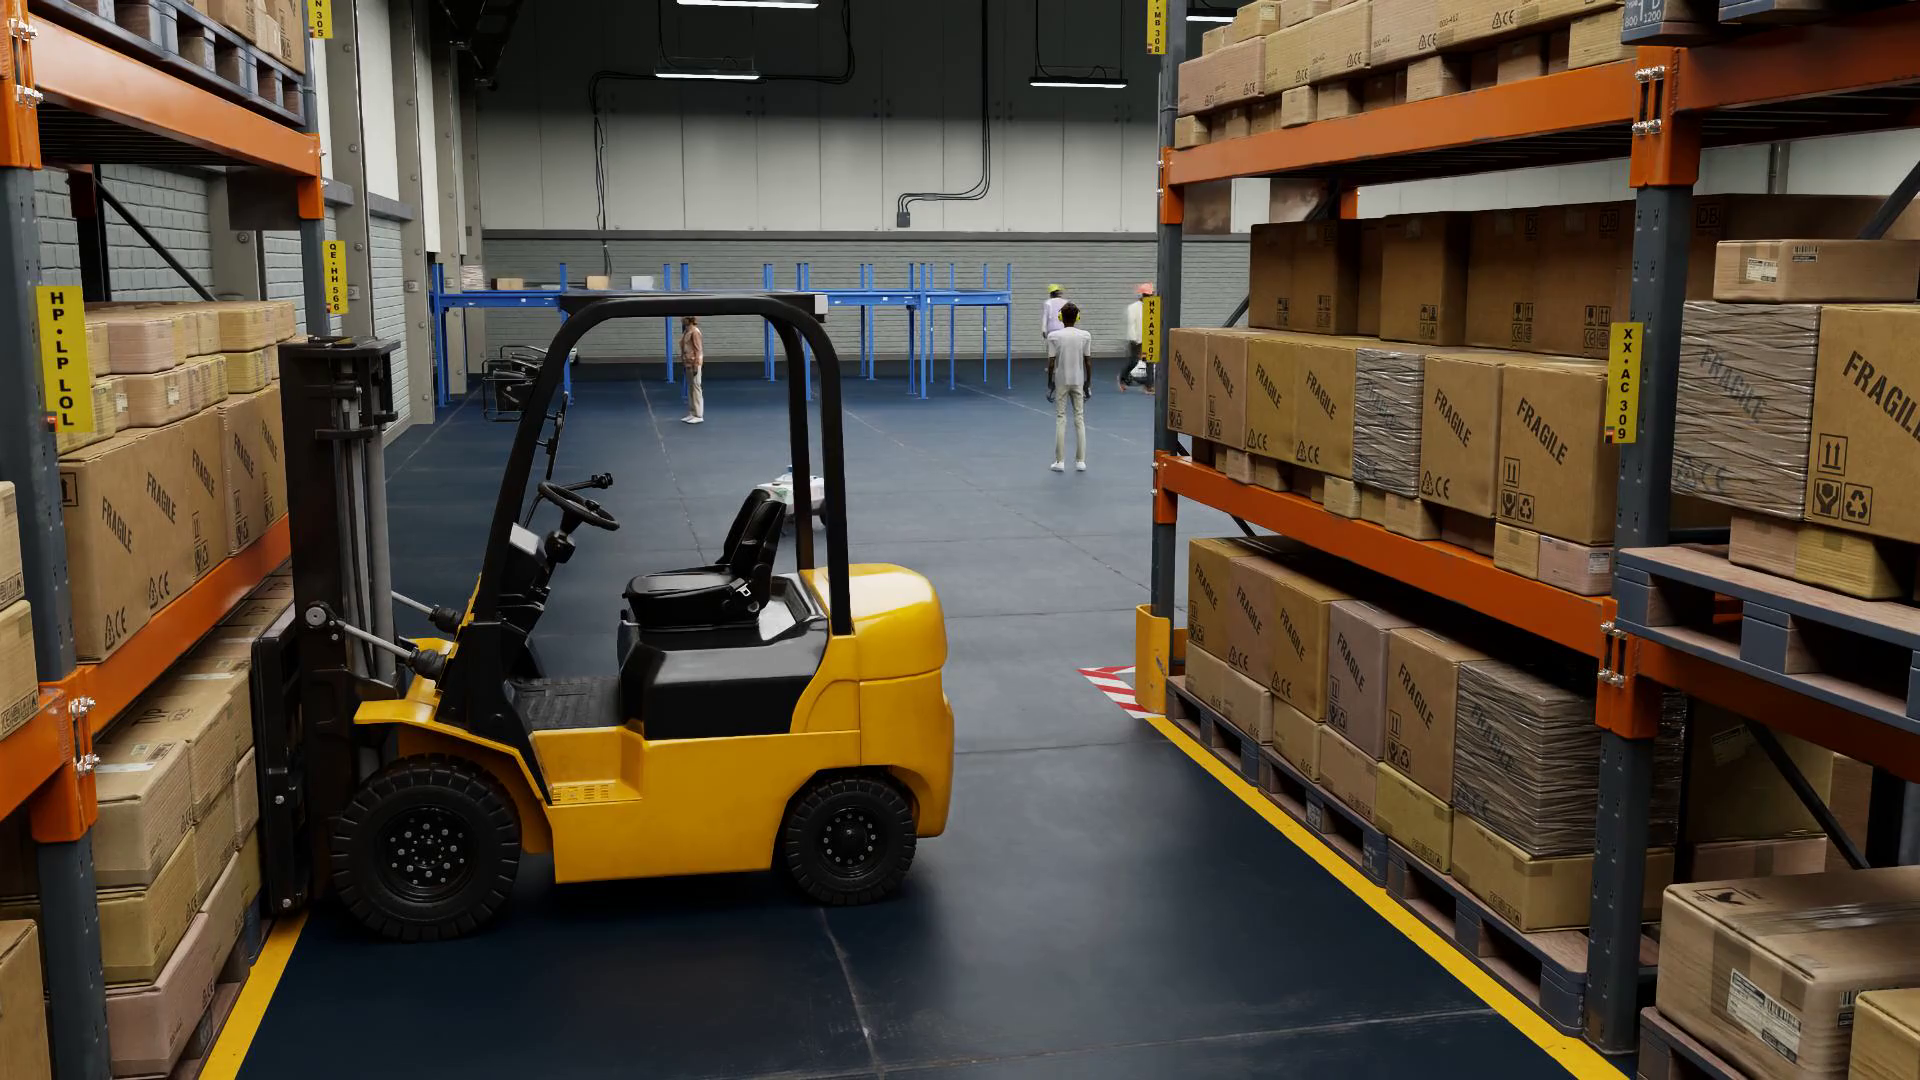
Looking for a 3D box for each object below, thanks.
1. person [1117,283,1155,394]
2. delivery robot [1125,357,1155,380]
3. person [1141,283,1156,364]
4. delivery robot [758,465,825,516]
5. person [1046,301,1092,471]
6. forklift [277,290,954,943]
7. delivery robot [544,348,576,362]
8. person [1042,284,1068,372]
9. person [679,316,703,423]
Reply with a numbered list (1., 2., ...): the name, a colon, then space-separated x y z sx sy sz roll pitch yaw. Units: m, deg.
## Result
1. person: 3.206 -3.604 29.756 0.619 1.965 0.858 -6 11 -31
2. delivery robot: 3.493 -3.265 31.809 0.477 0.478 0.707 -8 12 -41
3. person: 4.083 -4.547 35.642 0.587 1.908 0.872 -2 10 -12
4. delivery robot: -1.425 -0.404 14.369 0.477 0.478 0.707 6 11 32
5. person: 1.211 -1.706 18.467 0.512 1.872 0.328 -1 9 -7
6. forklift: -1.179 0.175 6.143 2.313 2.155 1.214 -2 10 -12
7. delivery robot: -9.164 -4.296 38.092 0.707 0.478 0.477 3 10 18
8. person: 2.039 -4.464 35.207 0.672 1.886 0.831 -1 9 -9
9. person: -3.879 -2.512 24.081 0.313 1.638 0.537 -4 10 -25
